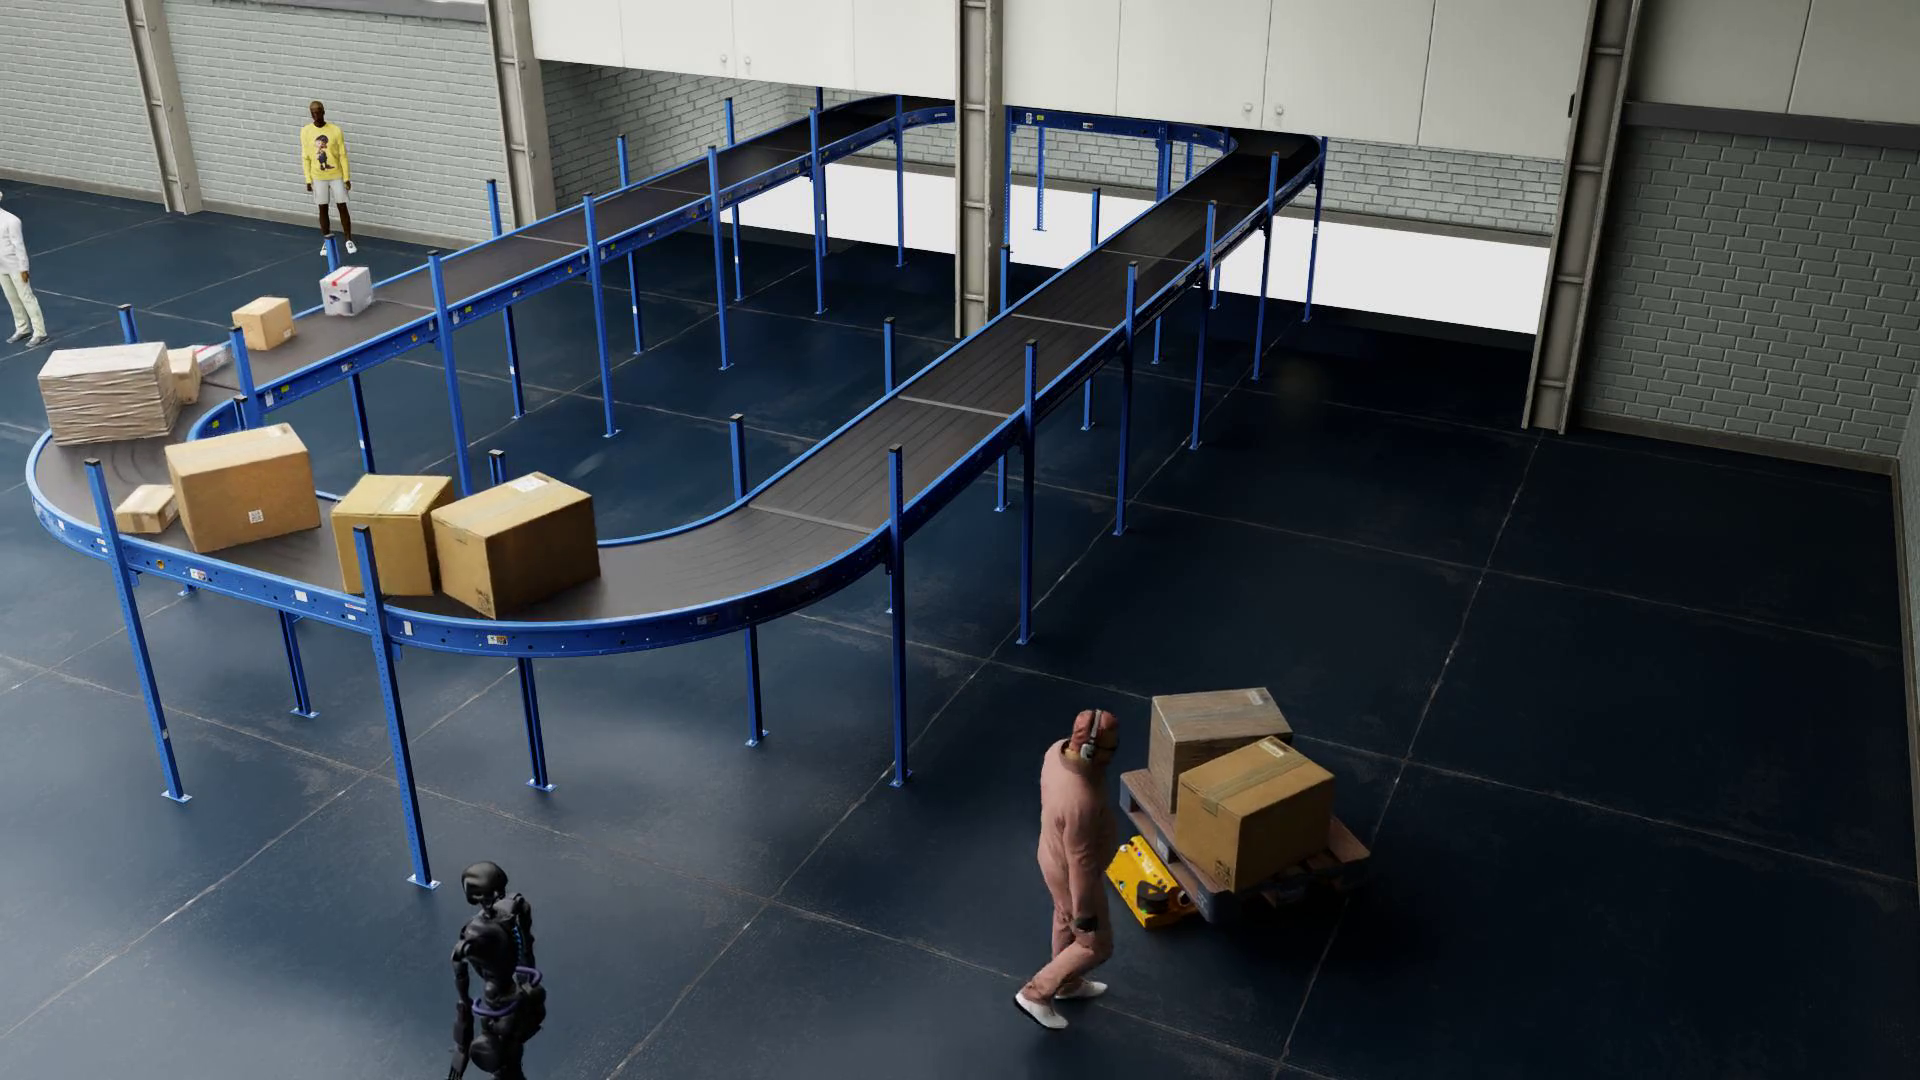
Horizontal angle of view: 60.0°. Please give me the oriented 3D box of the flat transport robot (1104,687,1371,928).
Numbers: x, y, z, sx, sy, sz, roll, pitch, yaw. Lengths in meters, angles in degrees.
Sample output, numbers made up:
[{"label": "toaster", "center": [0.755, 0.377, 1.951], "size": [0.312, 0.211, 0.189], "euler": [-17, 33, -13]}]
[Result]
[{"label": "flat transport robot", "center": [1.599, 1.865, 9.718], "size": [1.431, 0.231, 0.659], "euler": [-9, 28, -17]}]

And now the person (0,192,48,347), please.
[{"label": "person", "center": [-10.153, -2.928, 17.716], "size": [0.567, 1.743, 0.351], "euler": [11, 29, 22]}]

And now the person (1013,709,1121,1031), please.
[{"label": "person", "center": [0.568, 1.656, 8.318], "size": [0.460, 1.886, 0.681], "euler": [-2, 26, -5]}]

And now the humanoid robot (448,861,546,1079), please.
[{"label": "humanoid robot", "center": [-2.085, 2.176, 7.576], "size": [0.793, 1.630, 0.593], "euler": [9, 28, 17]}]

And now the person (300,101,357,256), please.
[{"label": "person", "center": [-7.881, -4.512, 20.736], "size": [0.543, 1.899, 0.377], "euler": [-7, 27, -15]}]
